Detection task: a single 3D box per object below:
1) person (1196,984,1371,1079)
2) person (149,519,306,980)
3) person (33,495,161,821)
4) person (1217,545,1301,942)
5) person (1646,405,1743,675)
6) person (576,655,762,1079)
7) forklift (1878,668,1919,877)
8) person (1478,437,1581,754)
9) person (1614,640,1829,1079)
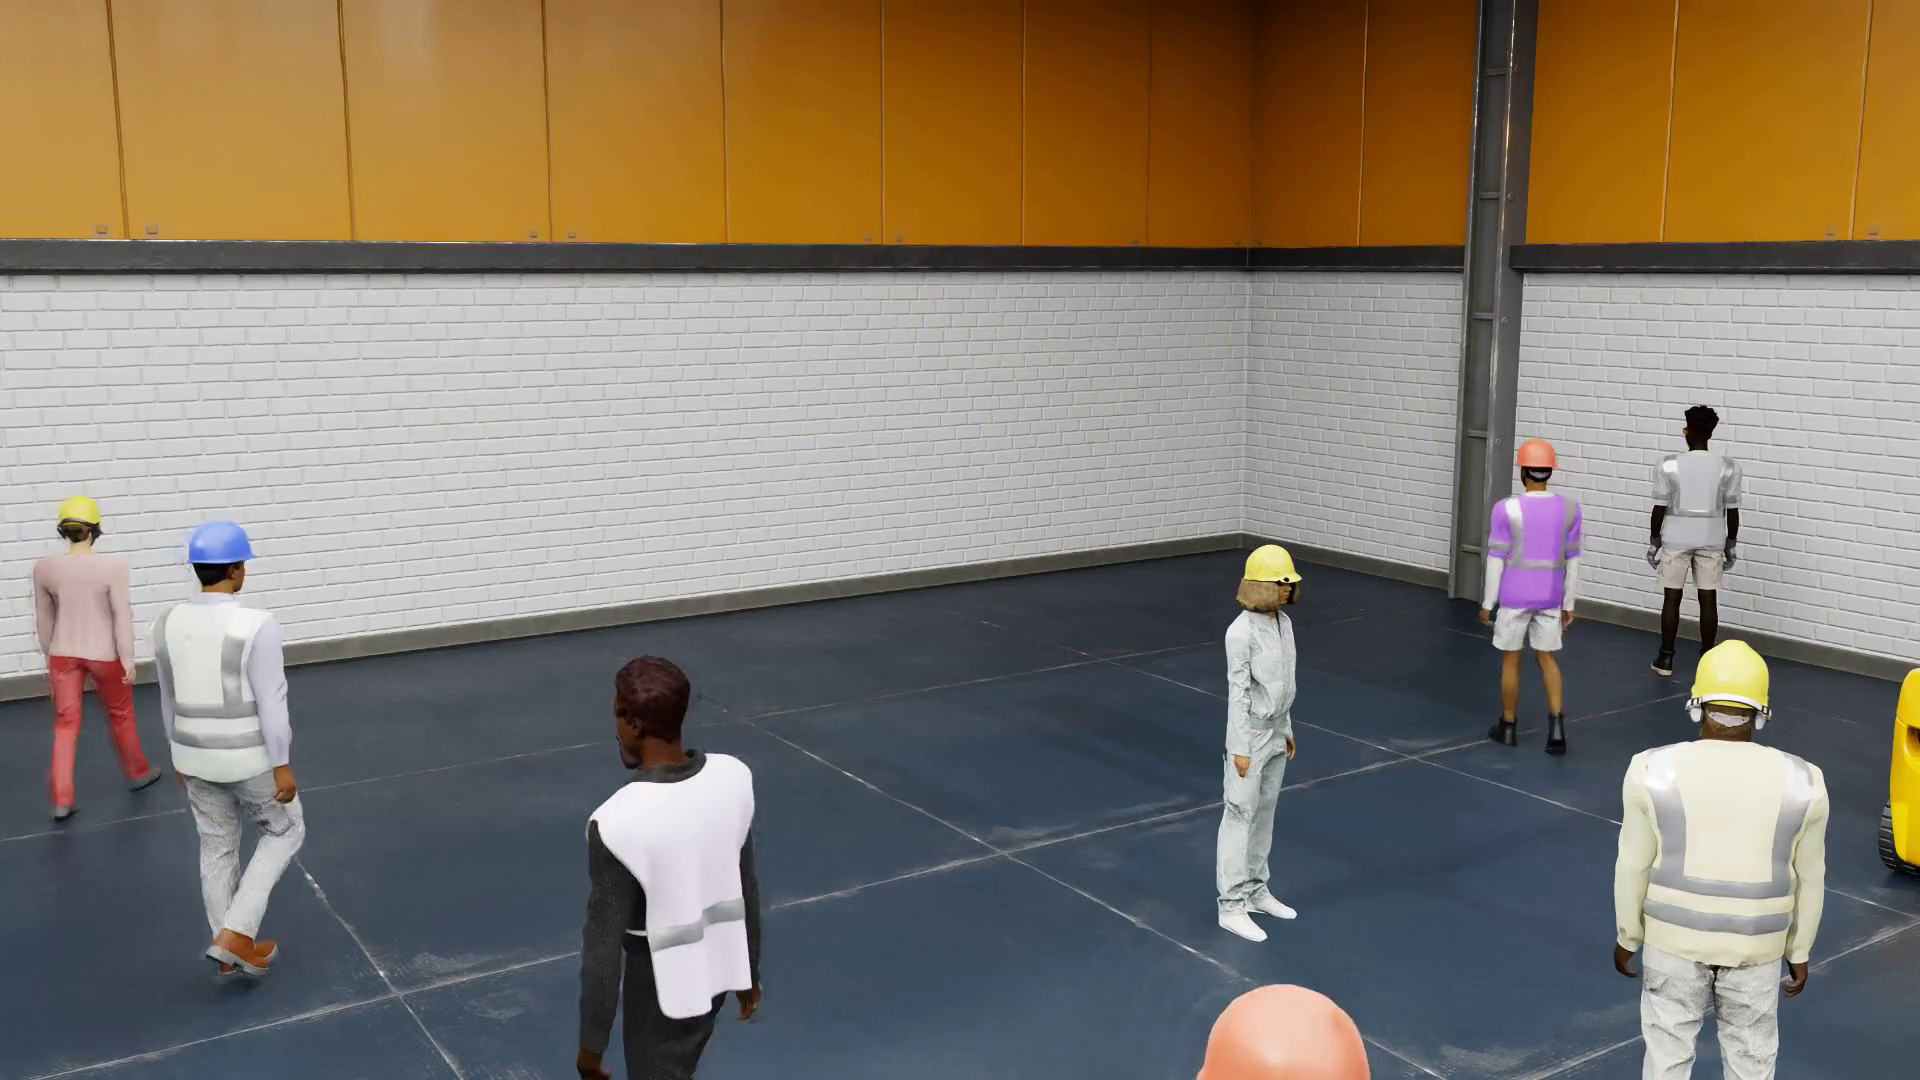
[{"bbox_3d":[0.500,1.604,2.615,1.006,1.878,0.564,8,13,41],"label":"person"},{"bbox_3d":[-2.994,0.877,6.840,0.635,1.934,0.427,3,10,17],"label":"person"},{"bbox_3d":[-4.745,0.612,9.085,0.543,1.723,0.828,-1,9,-3],"label":"person"},{"bbox_3d":[1.351,0.881,7.390,0.297,1.745,0.484,7,12,37],"label":"person"},{"bbox_3d":[5.270,0.011,11.963,0.613,1.965,0.361,2,10,15],"label":"person"},{"bbox_3d":[-0.811,1.256,4.638,0.456,1.904,0.623,5,11,29],"label":"person"},{"bbox_3d":[5.511,0.571,7.906,2.313,2.155,1.214,-6,11,-33],"label":"forklift"},{"bbox_3d":[3.463,0.342,10.100,0.561,1.936,0.515,0,9,-3],"label":"person"},{"bbox_3d":[2.324,1.211,5.139,0.590,1.833,0.403,2,10,14],"label":"person"}]
